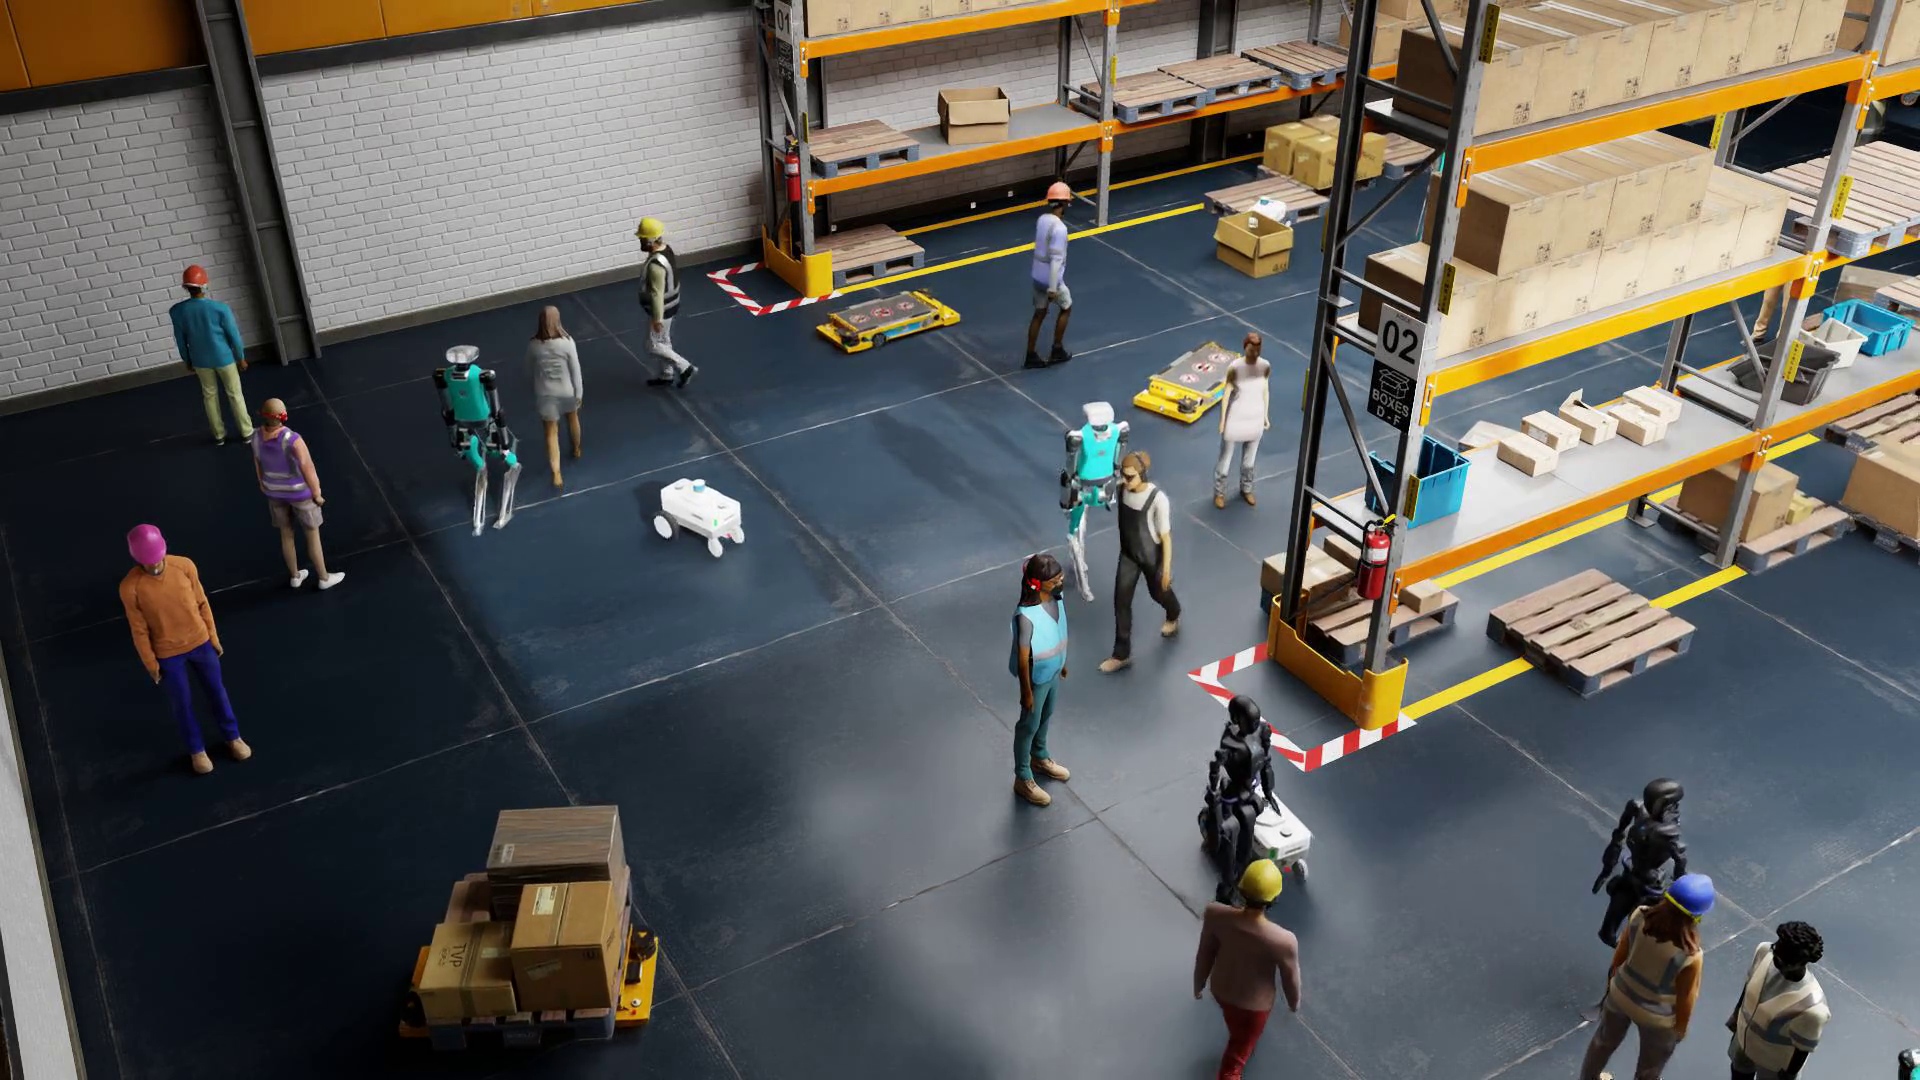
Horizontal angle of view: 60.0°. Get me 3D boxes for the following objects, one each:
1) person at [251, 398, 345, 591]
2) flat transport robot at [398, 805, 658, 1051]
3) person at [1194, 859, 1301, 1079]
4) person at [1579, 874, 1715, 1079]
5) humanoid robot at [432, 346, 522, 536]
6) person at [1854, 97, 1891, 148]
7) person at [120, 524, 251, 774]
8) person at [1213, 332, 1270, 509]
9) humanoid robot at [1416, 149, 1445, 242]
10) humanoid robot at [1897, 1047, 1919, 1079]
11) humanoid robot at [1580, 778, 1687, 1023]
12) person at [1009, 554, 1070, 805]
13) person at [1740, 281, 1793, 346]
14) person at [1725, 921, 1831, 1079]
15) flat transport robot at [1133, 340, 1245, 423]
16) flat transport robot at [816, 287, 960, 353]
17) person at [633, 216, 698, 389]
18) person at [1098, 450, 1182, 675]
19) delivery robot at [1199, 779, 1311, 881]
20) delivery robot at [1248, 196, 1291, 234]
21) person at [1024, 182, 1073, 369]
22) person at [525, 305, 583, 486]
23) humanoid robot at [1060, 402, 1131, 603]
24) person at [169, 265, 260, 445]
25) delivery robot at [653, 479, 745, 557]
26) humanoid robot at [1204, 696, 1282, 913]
[{"bbox_3d":[-5.346,-0.359,13.313,0.489,1.693,0.344,6,33,9],"label":"person"},{"bbox_3d":[-2.551,2.620,9.905,1.431,0.231,0.659,-2,32,-3],"label":"flat transport robot"},{"bbox_3d":[1.542,2.389,8.906,0.544,1.709,0.924,20,37,29],"label":"person"},{"bbox_3d":[3.628,2.432,8.793,0.360,1.767,0.498,-19,37,-27],"label":"person"},{"bbox_3d":[-4.024,-0.909,14.131,0.542,1.777,0.663,4,32,6],"label":"humanoid robot"},{"bbox_3d":[10.910,-4.734,20.153,0.562,1.841,0.393,-19,37,-27],"label":"person"},{"bbox_3d":[-5.316,0.724,11.332,0.520,1.973,0.401,-25,40,-34],"label":"person"},{"bbox_3d":[2.463,-1.045,14.440,0.460,1.657,0.270,-6,33,-10],"label":"person"},{"bbox_3d":[5.315,-3.668,18.649,0.742,1.885,0.552,-23,39,-32],"label":"humanoid robot"},{"bbox_3d":[4.656,3.043,7.859,0.731,1.784,0.546,-4,32,-6],"label":"humanoid robot"},{"bbox_3d":[3.912,2.035,9.523,0.577,1.646,0.607,-10,33,-15],"label":"humanoid robot"},{"bbox_3d":[0.532,0.907,11.135,0.391,1.866,0.518,18,36,26],"label":"person"},{"bbox_3d":[8.484,-2.747,17.065,0.326,1.752,0.560,-19,37,-27],"label":"person"},{"bbox_3d":[4.163,2.609,8.587,0.321,1.693,0.534,-6,33,-10],"label":"person"},{"bbox_3d":[2.398,-1.597,16.630,0.659,0.231,1.431,22,38,31],"label":"flat transport robot"},{"bbox_3d":[-0.768,-2.364,17.854,1.431,0.231,0.659,-20,37,-29],"label":"flat transport robot"},{"bbox_3d":[-2.913,-2.293,16.284,0.466,1.813,0.607,0,32,-1],"label":"person"},{"bbox_3d":[1.429,0.091,12.504,0.940,1.800,0.576,-27,41,-36],"label":"person"},{"bbox_3d":[1.960,1.868,10.828,0.499,0.587,0.769,-14,35,-21],"label":"delivery robot"},{"bbox_3d":[3.632,-3.816,19.917,0.499,0.612,0.783,18,36,26],"label":"delivery robot"},{"bbox_3d":[0.904,-2.651,16.790,0.662,1.882,0.574,-16,36,-24],"label":"person"},{"bbox_3d":[-3.617,-1.309,14.894,0.487,1.617,0.850,-7,33,-11],"label":"person"},{"bbox_3d":[0.981,-0.411,13.357,0.541,1.744,0.911,-10,34,-16],"label":"humanoid robot"},{"bbox_3d":[-6.913,-1.713,15.420,0.572,1.746,0.344,-3,32,-5],"label":"person"},{"bbox_3d":[-2.206,-0.237,14.185,0.777,0.587,0.499,23,39,32],"label":"delivery robot"},{"bbox_3d":[1.738,1.652,10.124,0.589,1.654,0.428,-25,40,-34],"label":"humanoid robot"}]
